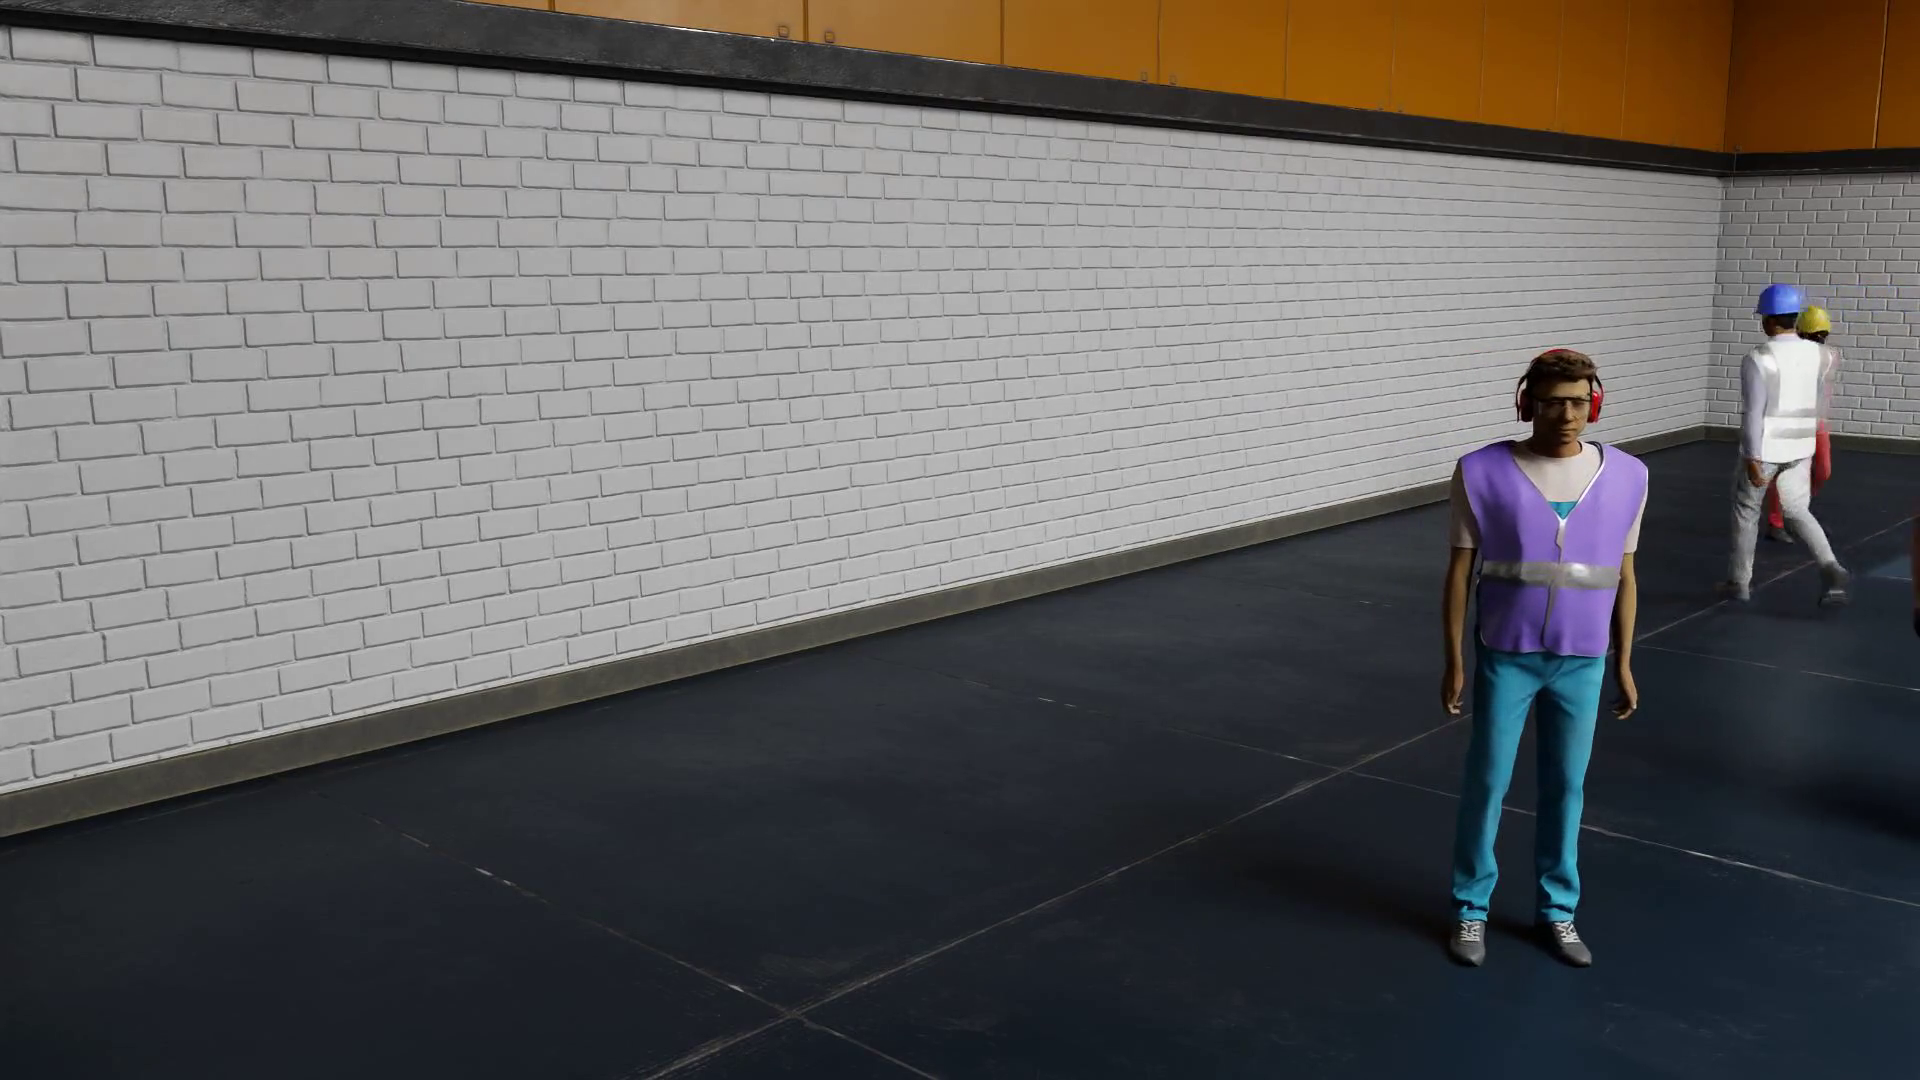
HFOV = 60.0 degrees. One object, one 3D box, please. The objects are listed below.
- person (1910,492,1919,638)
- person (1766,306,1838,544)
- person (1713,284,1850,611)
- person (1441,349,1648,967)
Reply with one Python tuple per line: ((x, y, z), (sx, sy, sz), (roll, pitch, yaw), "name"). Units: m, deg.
((3.612, 0.193, 5.705), (0.504, 1.889, 0.669), (-8, 13, -38), "person")
((6.020, -0.808, 11.885), (0.556, 1.718, 0.522), (-3, 10, -16), "person")
((4.862, -0.536, 9.778), (0.600, 1.926, 0.831), (-2, 10, -11), "person")
((1.715, 0.351, 4.946), (0.570, 1.840, 0.373), (0, 10, 3), "person")
